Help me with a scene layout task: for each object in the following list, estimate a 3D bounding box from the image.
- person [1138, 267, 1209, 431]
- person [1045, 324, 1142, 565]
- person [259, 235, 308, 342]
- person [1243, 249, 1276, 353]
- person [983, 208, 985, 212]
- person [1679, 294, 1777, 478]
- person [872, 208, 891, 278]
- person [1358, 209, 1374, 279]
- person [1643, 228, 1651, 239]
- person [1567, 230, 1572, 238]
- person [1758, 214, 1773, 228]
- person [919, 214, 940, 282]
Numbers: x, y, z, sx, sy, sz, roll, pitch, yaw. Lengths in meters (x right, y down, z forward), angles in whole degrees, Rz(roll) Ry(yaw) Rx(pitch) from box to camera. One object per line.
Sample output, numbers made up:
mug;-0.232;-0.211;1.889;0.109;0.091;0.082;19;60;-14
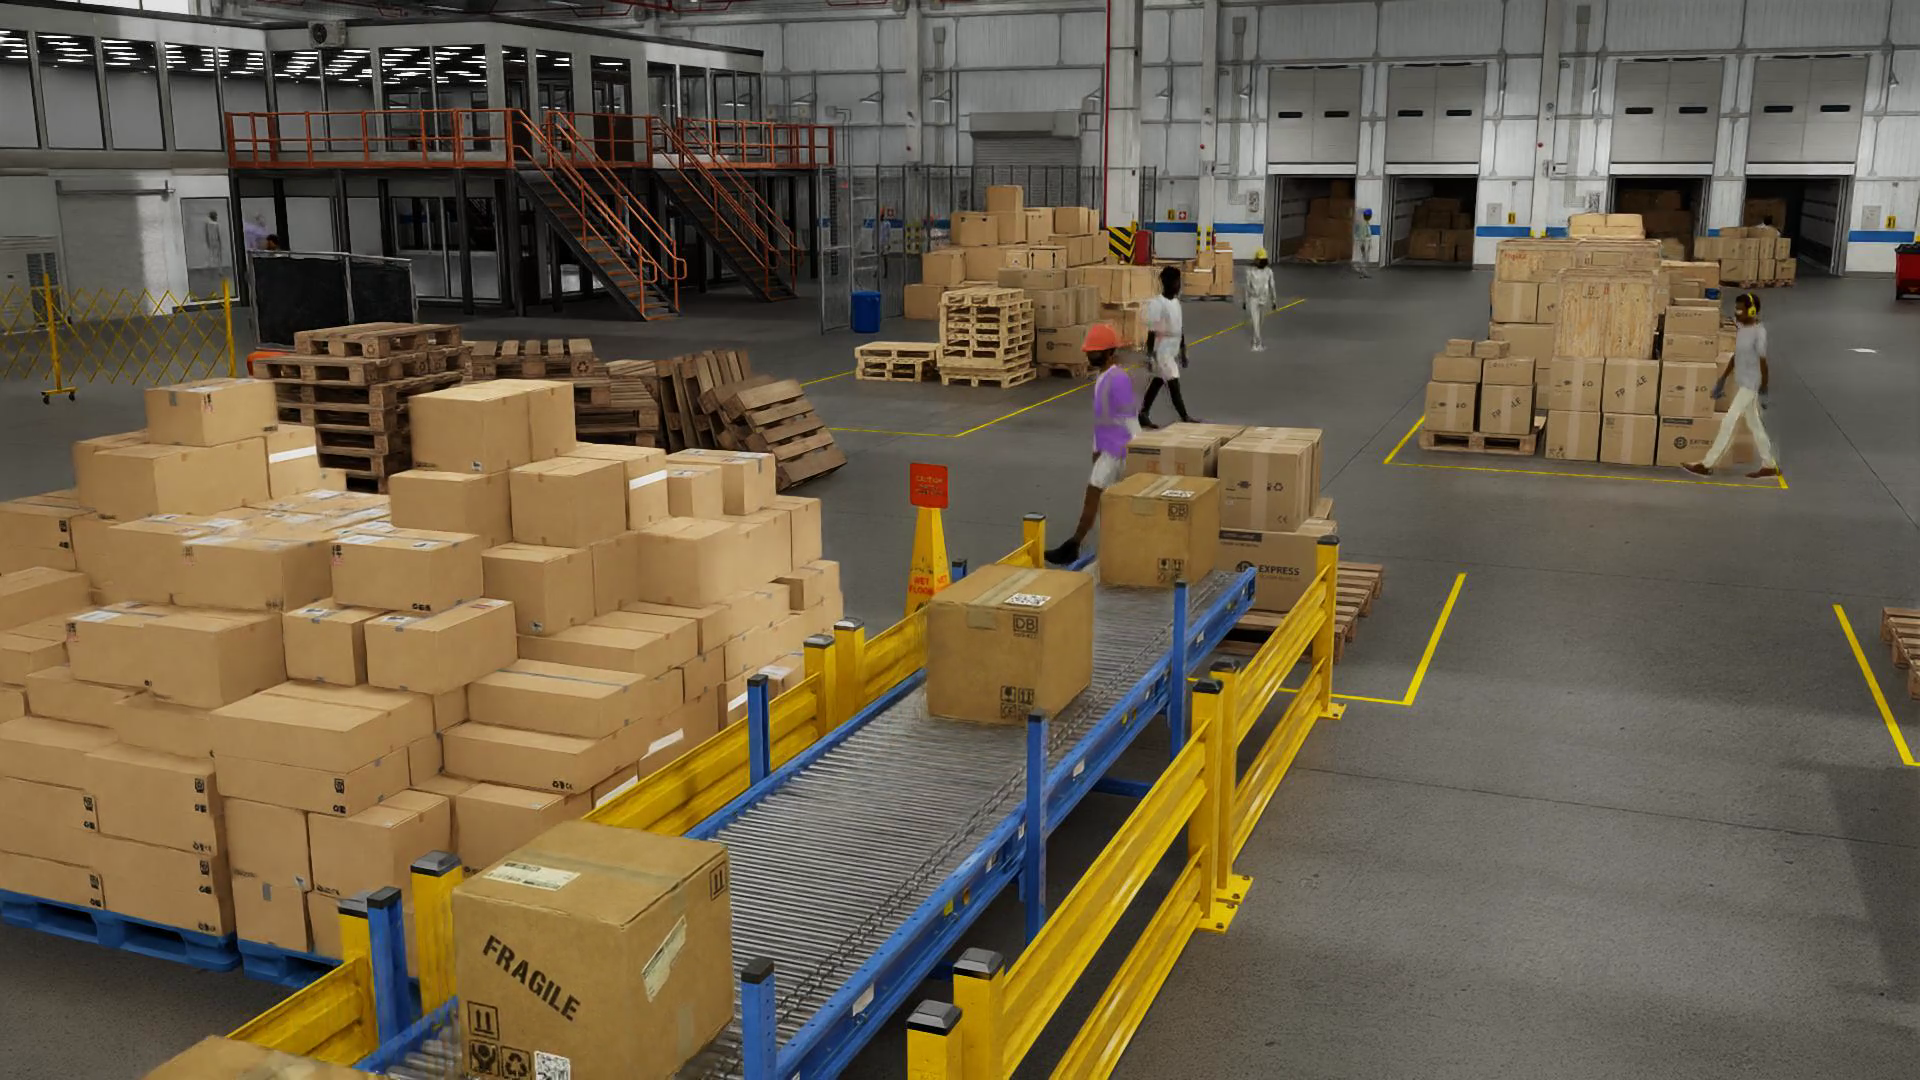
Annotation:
person;2.433;-2.160;19.056;0.987;1.909;0.627;8;15;31
person;1.203;-0.740;12.839;1.120;1.867;0.558;-2;13;-8
person;-11.965;-4.401;29.227;0.640;1.886;0.839;11;17;40
person;4.976;-3.932;27.469;0.511;1.694;0.877;-3;13;-12
person;0.811;-9.959;54.248;0.680;1.819;0.654;6;14;23
person;7.633;-1.490;16.282;0.972;1.811;0.497;2;13;8
person;-2.214;-8.330;46.686;0.552;1.935;0.374;3;13;14
person;11.294;-8.232;46.234;0.471;1.934;0.644;6;14;24
person;13.437;-5.222;32.907;0.599;1.862;0.603;2;13;8
person;15.532;-7.210;41.875;0.877;1.832;0.569;2;13;7
person;21.883;-8.000;45.500;0.643;1.814;0.618;-10;16;-39
person;-0.707;-6.925;40.343;0.622;1.966;0.925;5;14;21
